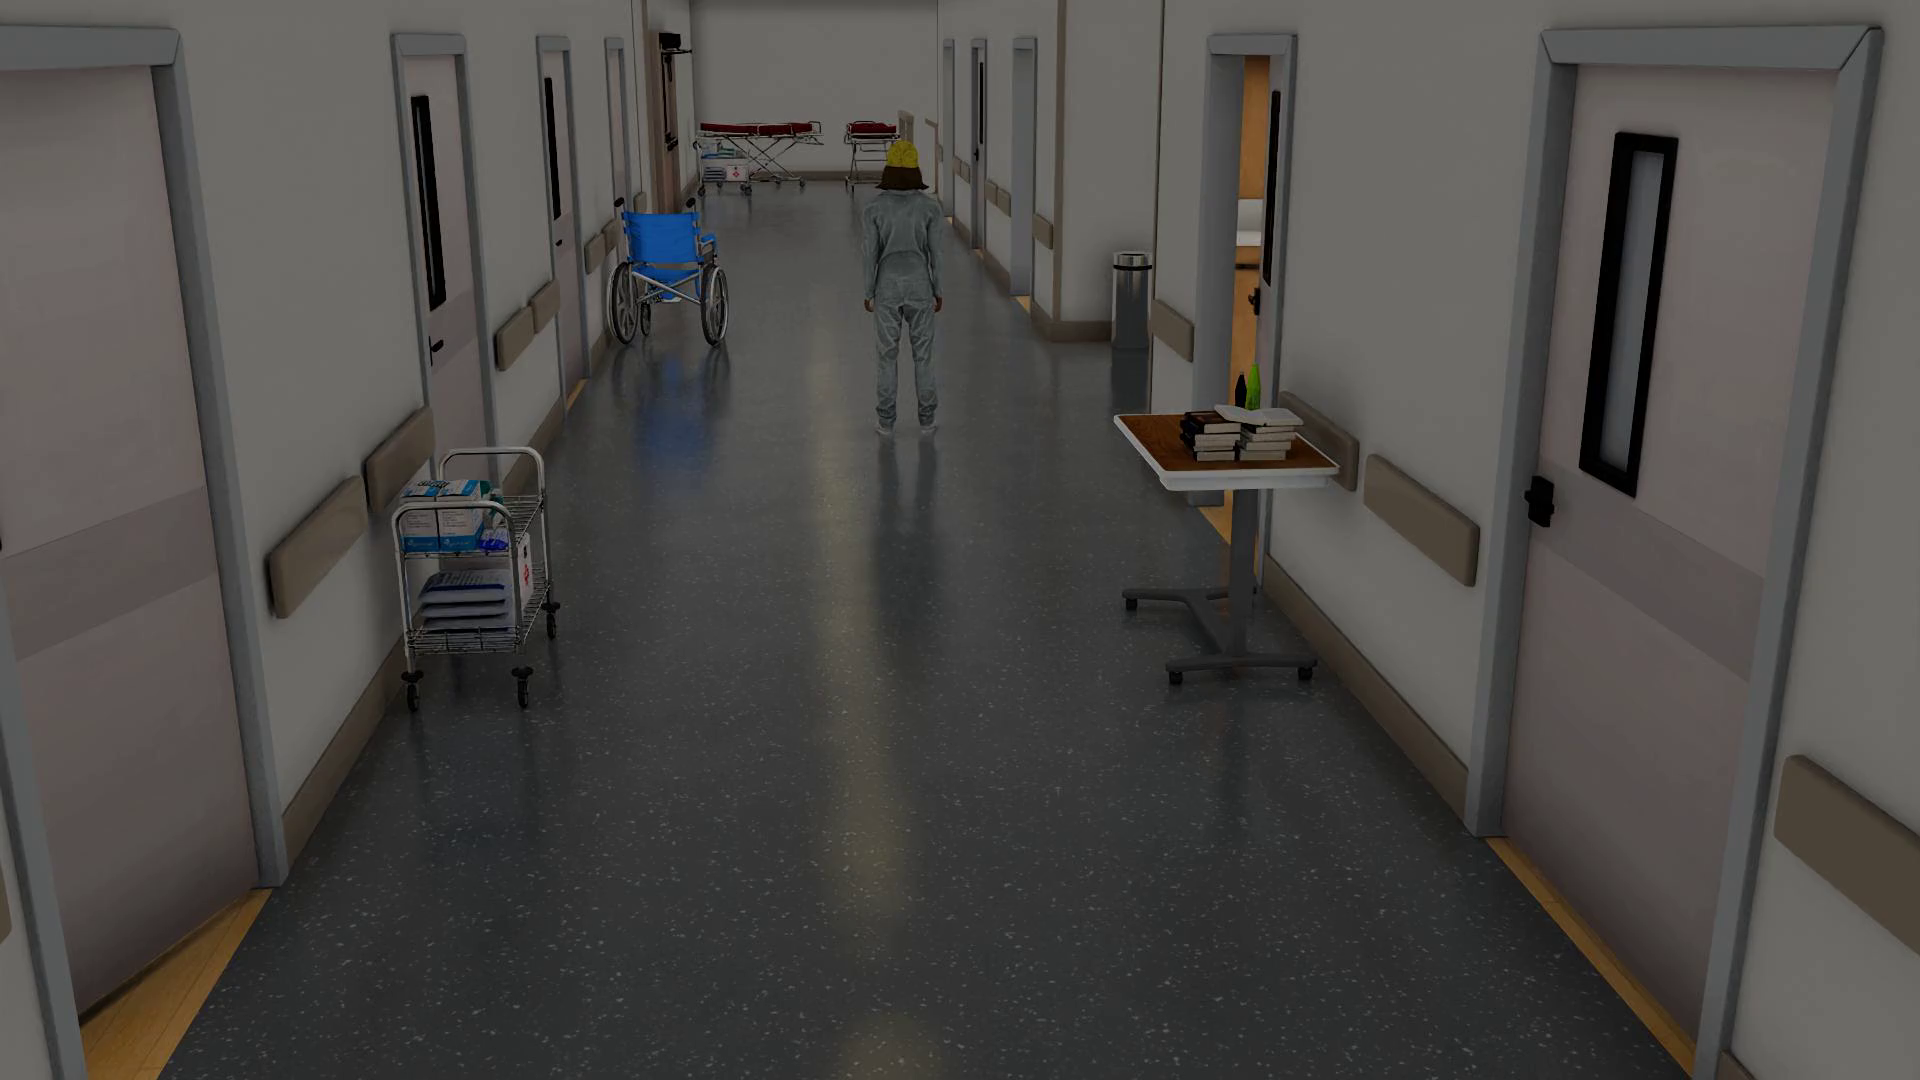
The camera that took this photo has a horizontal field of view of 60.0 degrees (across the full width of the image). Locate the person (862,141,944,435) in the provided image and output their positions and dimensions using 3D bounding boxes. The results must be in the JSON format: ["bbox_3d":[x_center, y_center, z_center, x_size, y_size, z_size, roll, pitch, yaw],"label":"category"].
[{"bbox_3d":[-0.340,-1.498,9.964,0.493,1.743,0.295,-2,17,-6],"label":"person"}]
